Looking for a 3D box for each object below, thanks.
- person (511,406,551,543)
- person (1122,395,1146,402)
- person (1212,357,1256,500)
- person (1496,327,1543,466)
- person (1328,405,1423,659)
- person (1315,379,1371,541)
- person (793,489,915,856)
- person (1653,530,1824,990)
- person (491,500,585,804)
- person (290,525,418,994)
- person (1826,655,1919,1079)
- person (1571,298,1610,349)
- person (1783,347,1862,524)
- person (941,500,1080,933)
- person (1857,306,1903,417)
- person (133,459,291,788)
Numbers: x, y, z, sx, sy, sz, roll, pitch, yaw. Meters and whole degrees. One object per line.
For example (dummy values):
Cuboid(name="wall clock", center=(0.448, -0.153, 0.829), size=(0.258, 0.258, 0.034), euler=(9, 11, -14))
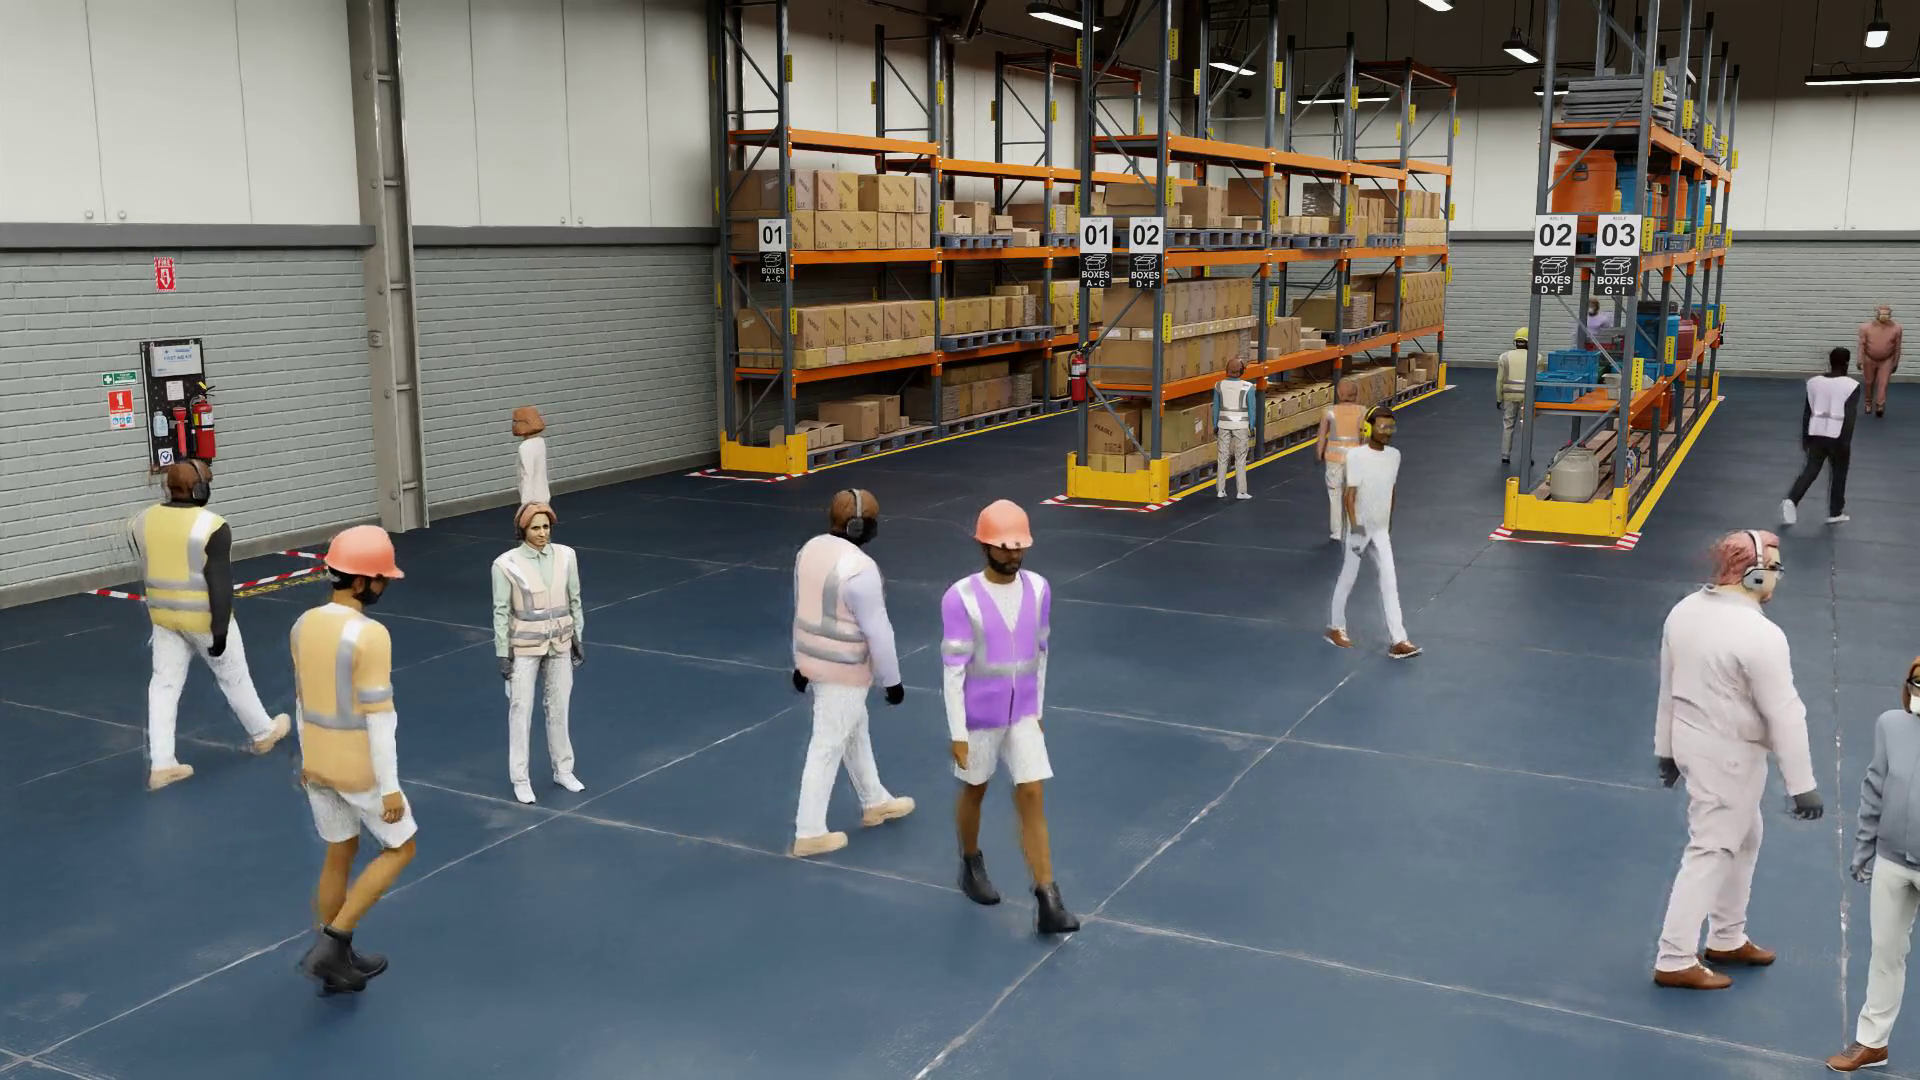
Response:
Cuboid(name="person", center=(-3.557, -0.303, 13.851), size=(0.270, 1.631, 0.506), euler=(0, 10, 2))
Cuboid(name="person", center=(2.494, -2.156, 23.590), size=(0.523, 1.769, 0.319), euler=(8, 13, 36))
Cuboid(name="person", center=(3.152, -1.277, 19.145), size=(0.523, 1.639, 0.308), euler=(6, 12, 31))
Cuboid(name="person", center=(7.374, -1.878, 21.905), size=(0.600, 1.827, 0.403), euler=(5, 12, 27))
Cuboid(name="person", center=(2.982, -0.052, 11.977), size=(0.538, 1.824, 0.981), euler=(-4, 11, -20))
Cuboid(name="person", center=(3.797, -0.789, 16.519), size=(0.525, 1.625, 0.365), euler=(1, 10, 4))
Cuboid(name="person", center=(-0.487, 0.640, 8.245), size=(0.875, 1.806, 0.637), euler=(-6, 12, -30))
Cuboid(name="person", center=(3.155, 0.893, 6.649), size=(0.729, 1.880, 0.646), euler=(0, 10, -1))
Cuboid(name="person", center=(-2.268, 0.595, 8.963), size=(0.513, 1.633, 0.311), euler=(-10, 14, -43))
Cuboid(name="person", center=(-2.412, 0.888, 6.594), size=(0.645, 1.912, 0.472), euler=(7, 13, 35))
Cuboid(name="person", center=(3.386, 1.164, 5.850), size=(0.279, 1.633, 0.497), euler=(-6, 12, -29))
Cuboid(name="person", center=(11.650, -3.518, 30.711), size=(0.629, 1.898, 1.052), euler=(9, 13, 39))
Cuboid(name="person", center=(9.084, -1.089, 17.483), size=(0.884, 1.886, 0.598), euler=(-6, 12, -32))
Cuboid(name="person", center=(0.211, 0.775, 7.261), size=(0.564, 1.887, 0.974), euler=(-5, 11, -24))
Cuboid(name="person", center=(15.493, -3.015, 28.059), size=(0.642, 1.851, 1.040), euler=(6, 12, 29))
Cuboid(name="person", center=(-4.292, 0.429, 9.419), size=(0.629, 1.789, 0.965), euler=(2, 11, 12))
